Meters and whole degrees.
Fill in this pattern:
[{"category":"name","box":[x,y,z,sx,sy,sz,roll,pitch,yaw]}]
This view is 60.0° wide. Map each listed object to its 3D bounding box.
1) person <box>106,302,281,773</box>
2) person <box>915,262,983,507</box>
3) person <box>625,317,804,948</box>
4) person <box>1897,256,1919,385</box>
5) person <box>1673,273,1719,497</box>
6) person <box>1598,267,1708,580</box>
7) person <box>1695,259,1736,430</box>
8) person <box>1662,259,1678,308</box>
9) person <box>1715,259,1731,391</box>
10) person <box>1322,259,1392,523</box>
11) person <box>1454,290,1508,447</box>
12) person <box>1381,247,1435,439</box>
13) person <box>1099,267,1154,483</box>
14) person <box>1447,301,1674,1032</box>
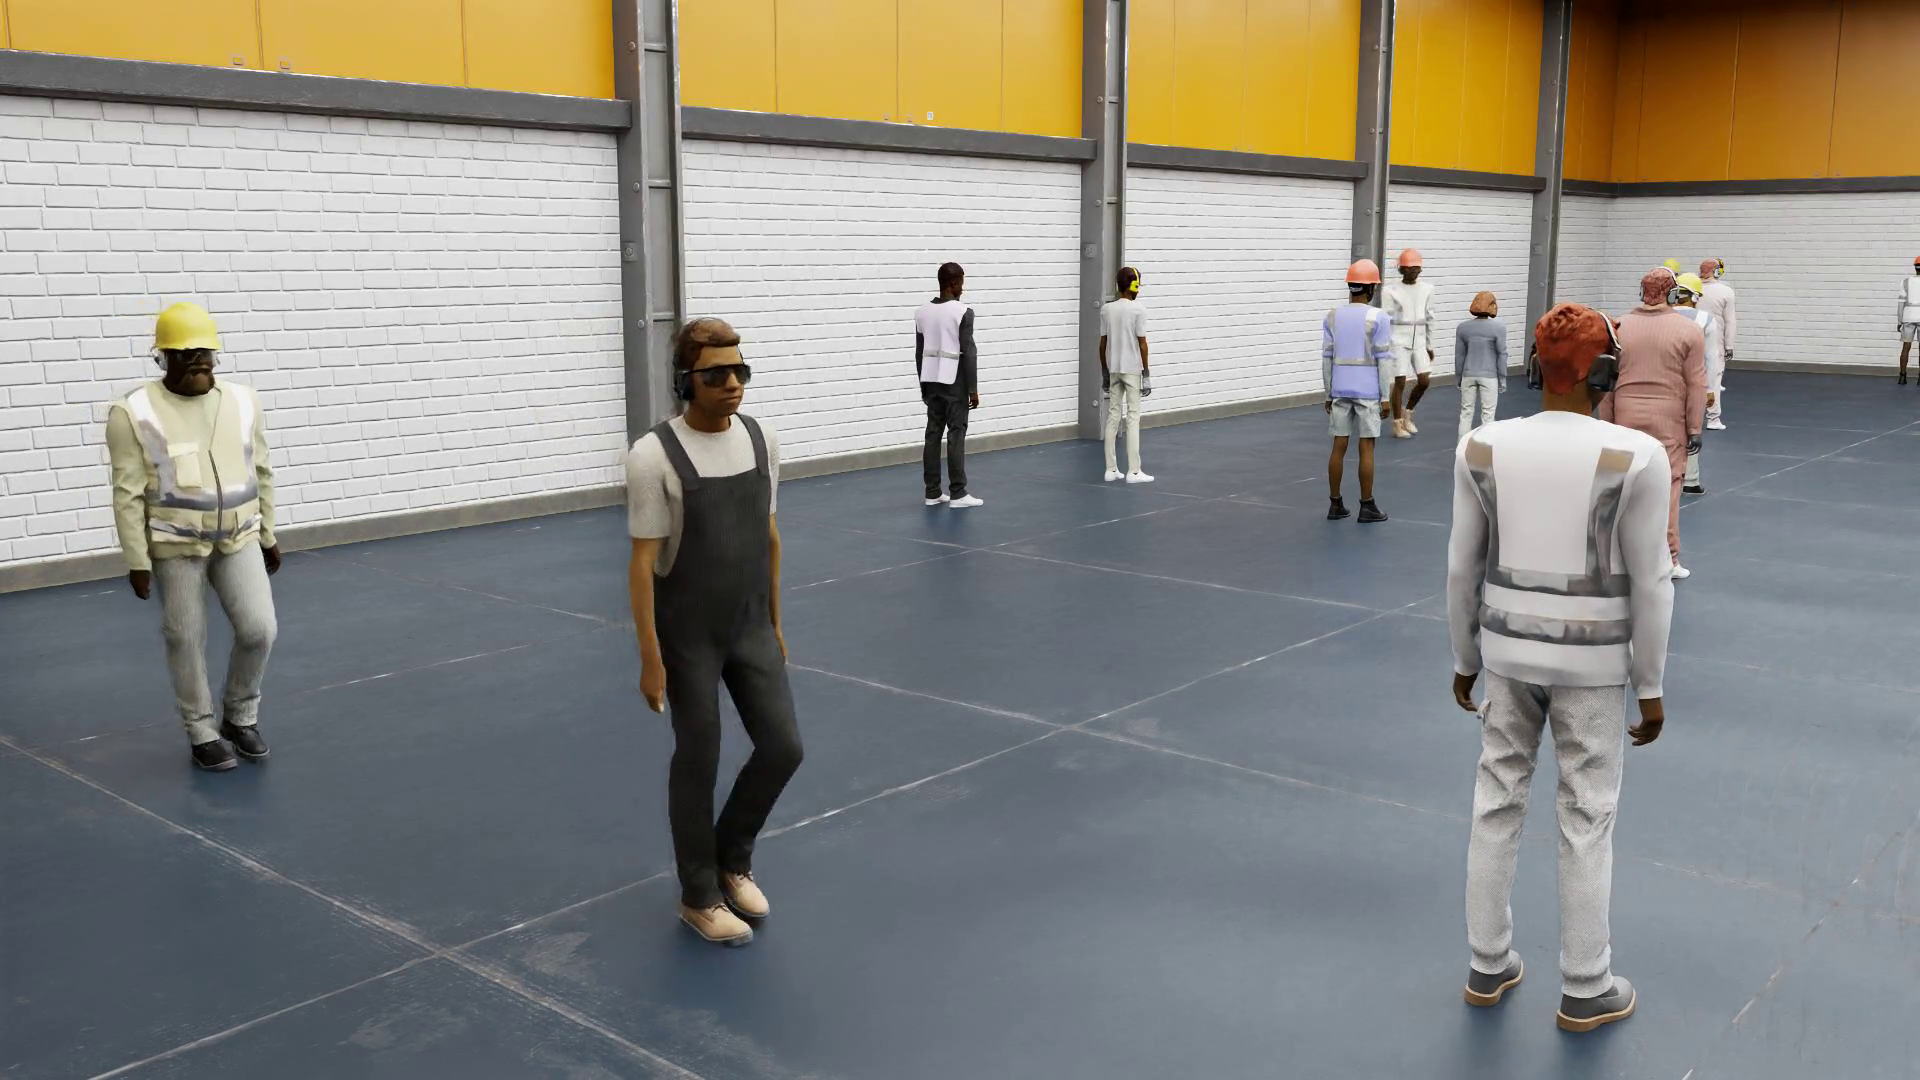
[{"category":"person","box":[-2.901,0.005,6.379,0.624,1.817,0.458,-10,14,-44]},{"category":"person","box":[-0.104,-1.209,13.028,0.587,1.914,0.391,9,13,40]},{"category":"person","box":[-0.690,0.280,4.777,0.551,1.830,0.406,-9,13,-42]},{"category":"person","box":[14.175,-3.252,24.618,0.543,1.928,0.373,9,13,40]},{"category":"person","box":[5.893,-1.265,13.609,0.589,1.822,0.403,9,13,40]},{"category":"person","box":[4.243,-0.710,10.200,0.639,1.910,0.407,9,13,40]},{"category":"person","box":[8.325,-2.177,18.579,0.639,1.902,0.407,9,13,40]},{"category":"person","box":[10.456,-3.180,24.414,1.011,1.868,0.603,-9,13,-41]},{"category":"person","box":[10.689,-3.056,23.662,0.520,1.873,0.328,9,13,40]},{"category":"person","box":[2.944,-1.096,12.310,0.543,1.939,0.361,9,13,40]},{"category":"person","box":[4.808,-1.479,15.359,0.499,1.634,0.279,9,13,40]},{"category":"person","box":[4.756,-2.072,17.621,0.643,2.026,0.427,-2,10,-12]},{"category":"person","box":[1.436,-1.424,14.397,0.520,1.865,0.328,9,13,40]},{"category":"person","box":[1.552,0.331,4.337,0.574,1.887,0.355,9,13,40]}]
